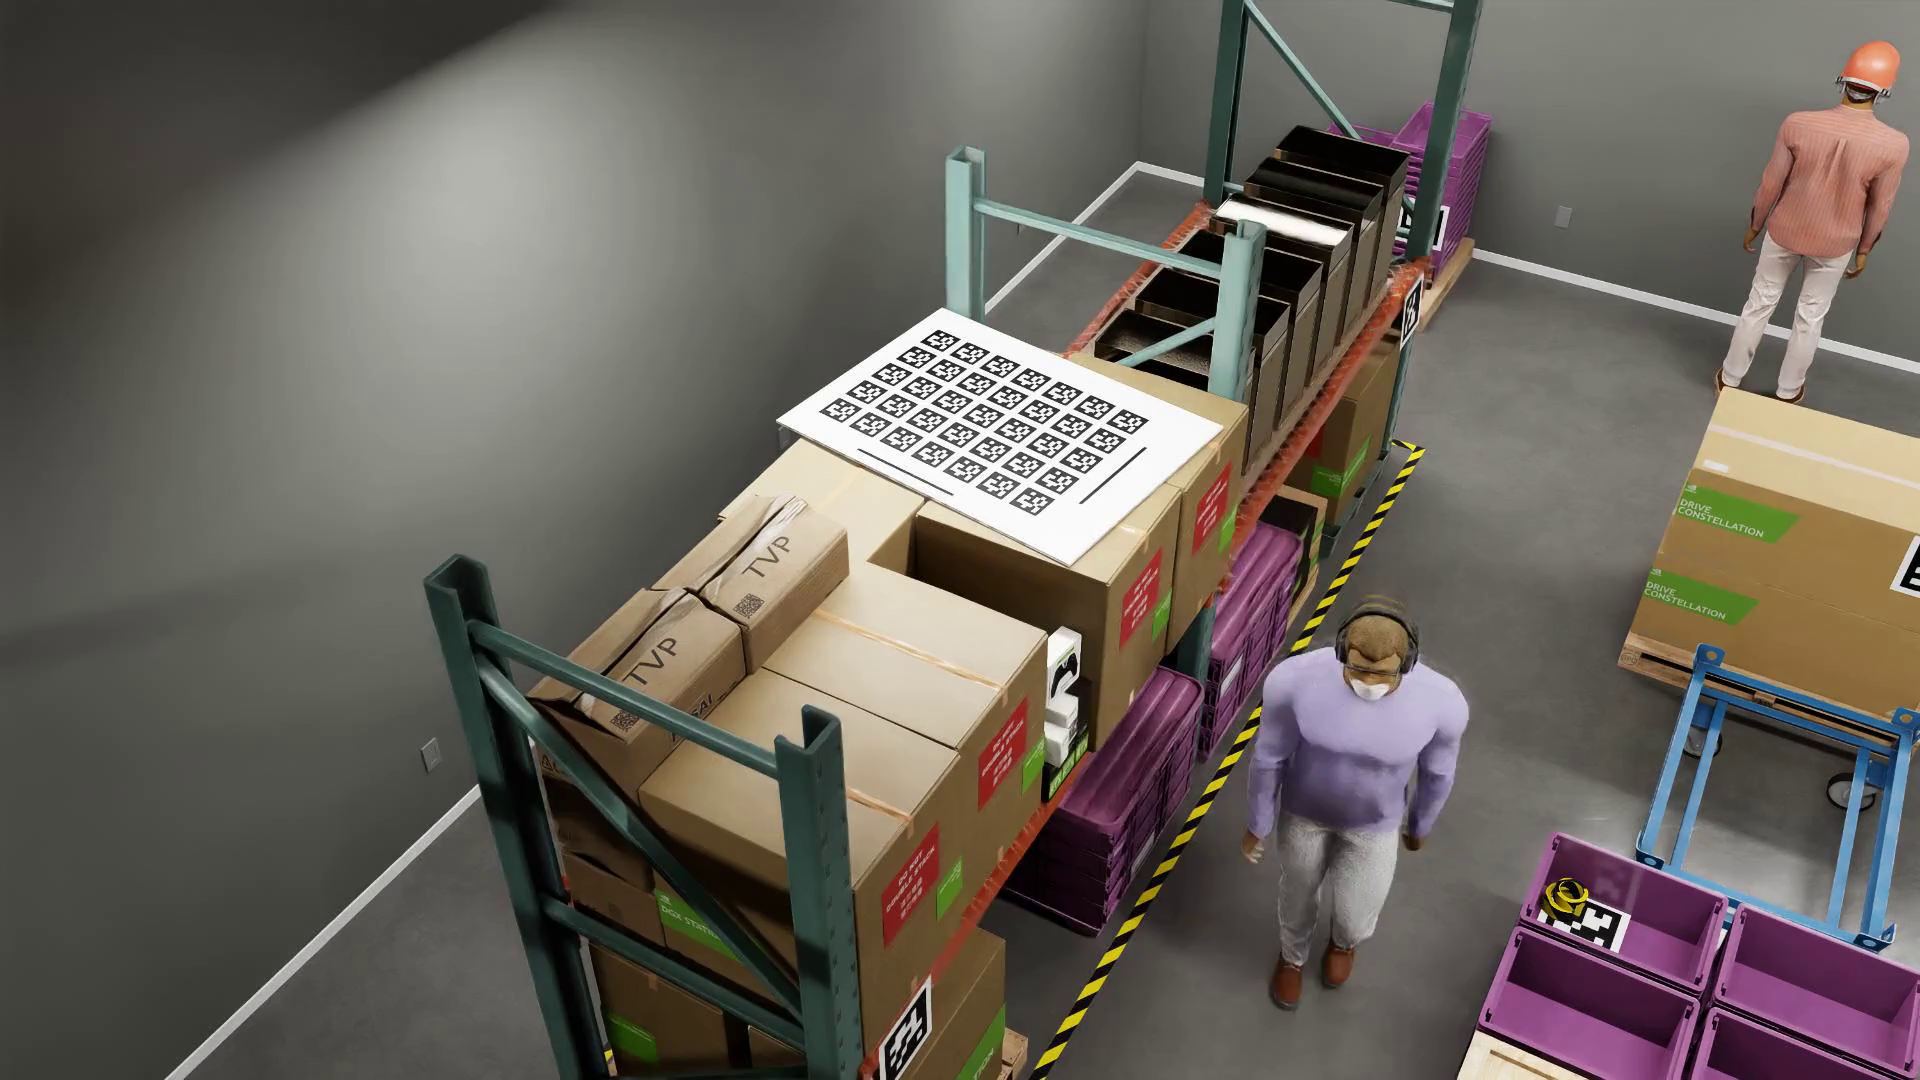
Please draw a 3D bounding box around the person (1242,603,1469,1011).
[{"bbox_3d":[1.263,0.919,5.520,0.637,1.923,0.433,12,42,14],"label":"person"}]

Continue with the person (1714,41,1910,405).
[{"bbox_3d":[4.297,-1.547,8.396,0.611,1.996,0.379,21,44,23],"label":"person"}]
